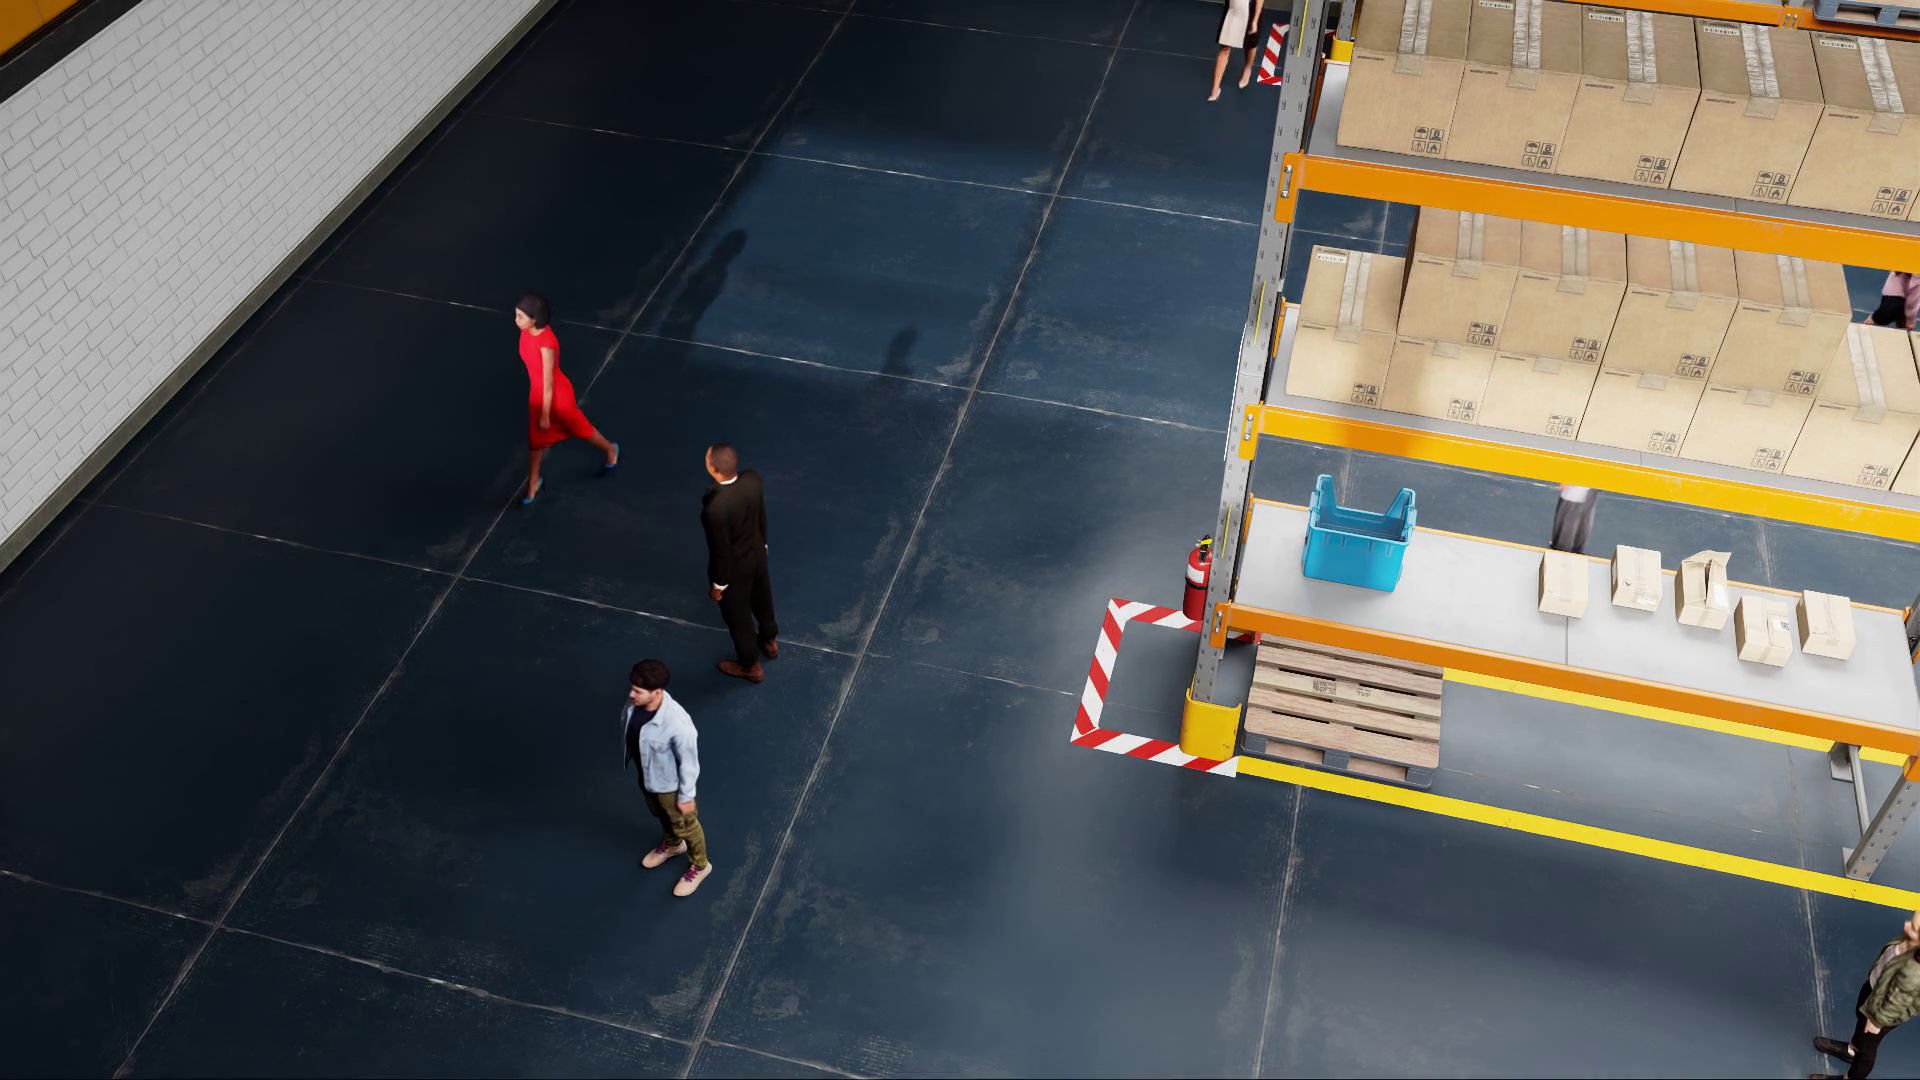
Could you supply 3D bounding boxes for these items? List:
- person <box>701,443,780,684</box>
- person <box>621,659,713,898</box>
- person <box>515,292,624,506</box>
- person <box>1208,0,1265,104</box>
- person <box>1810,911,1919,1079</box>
[{"bbox_3d":[-1.404,0.136,10.570,0.716,1.904,0.754,23,48,22],"label":"person"},{"bbox_3d":[-1.661,1.317,9.396,0.819,1.812,0.695,-34,53,-30],"label":"person"},{"bbox_3d":[-2.837,-1.033,11.946,1.015,1.698,1.098,-32,52,-29],"label":"person"},{"bbox_3d":[2.814,-5.165,16.275,1.101,1.709,0.862,21,47,20],"label":"person"},{"bbox_3d":[4.767,2.357,8.549,0.544,1.474,0.608,18,47,18],"label":"person"}]
